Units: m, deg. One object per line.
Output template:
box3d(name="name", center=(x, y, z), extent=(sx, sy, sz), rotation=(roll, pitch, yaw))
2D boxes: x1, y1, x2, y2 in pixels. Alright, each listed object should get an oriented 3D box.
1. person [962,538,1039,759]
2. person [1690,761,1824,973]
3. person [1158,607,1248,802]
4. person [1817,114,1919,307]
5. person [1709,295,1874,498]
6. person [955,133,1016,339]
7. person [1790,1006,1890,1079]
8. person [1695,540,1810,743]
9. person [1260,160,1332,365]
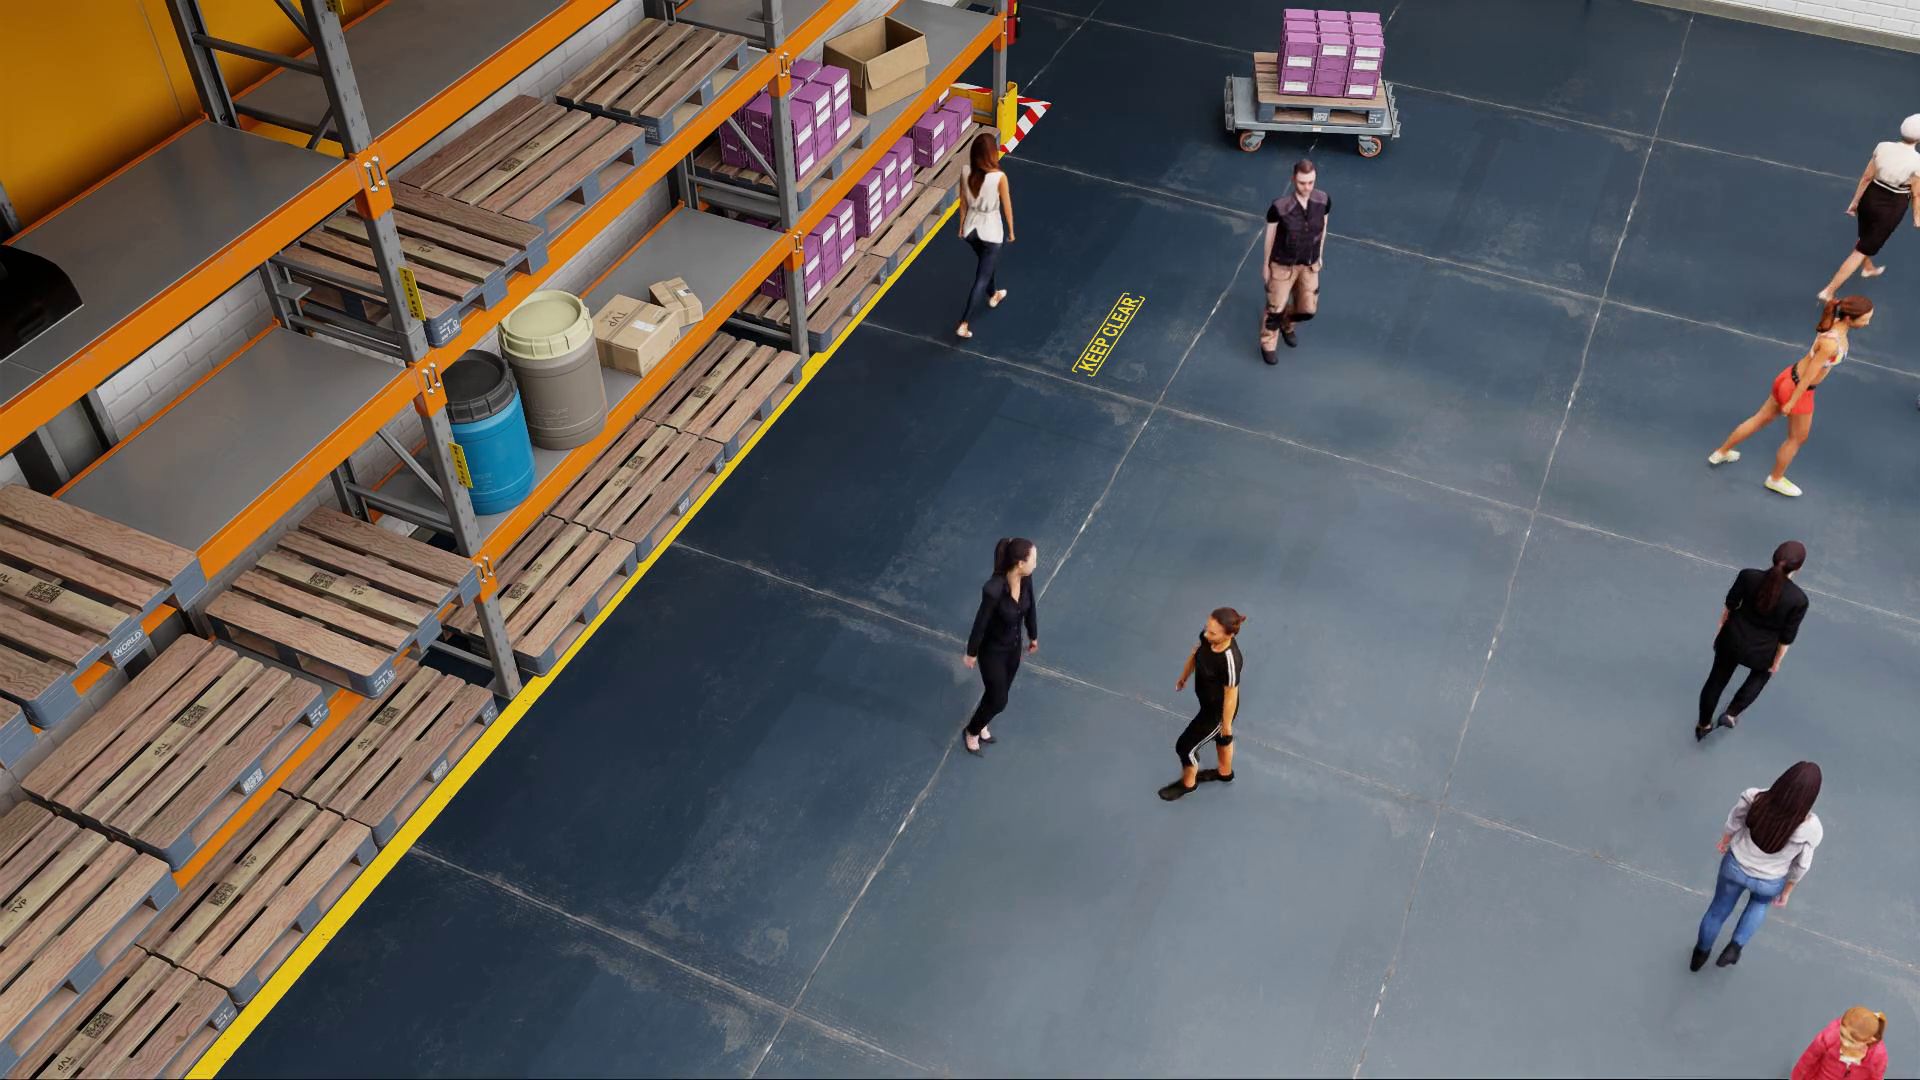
box3d(name="person", center=(0.207, 0.693, 10.273), extent=(0.571, 1.664, 0.772), rotation=(-28, 50, -26))
box3d(name="person", center=(4.302, 1.865, 9.078), extent=(0.653, 1.615, 0.660), rotation=(26, 49, 24))
box3d(name="person", center=(1.616, 0.965, 9.997), extent=(0.844, 1.649, 0.807), rotation=(0, 44, 0))
box3d(name="person", center=(7.539, -2.668, 13.766), extent=(1.173, 1.712, 1.055), rotation=(-18, 47, -18))
box3d(name="person", center=(6.013, -1.098, 12.092), extent=(0.656, 1.748, 0.829), rotation=(15, 46, 16))
box3d(name="person", center=(0.152, -2.436, 13.494), extent=(0.663, 1.750, 1.109), rotation=(22, 48, 21))
box3d(name="person", center=(4.422, 2.706, 8.421), extent=(0.532, 1.303, 0.593), rotation=(18, 47, 18))
box3d(name="person", center=(4.831, 0.693, 10.285), extent=(0.696, 1.647, 0.706), rotation=(33, 53, 30))
box3d(name="person", center=(2.621, -2.267, 13.260), extent=(0.837, 1.828, 0.883), rotation=(-9, 44, -9))
